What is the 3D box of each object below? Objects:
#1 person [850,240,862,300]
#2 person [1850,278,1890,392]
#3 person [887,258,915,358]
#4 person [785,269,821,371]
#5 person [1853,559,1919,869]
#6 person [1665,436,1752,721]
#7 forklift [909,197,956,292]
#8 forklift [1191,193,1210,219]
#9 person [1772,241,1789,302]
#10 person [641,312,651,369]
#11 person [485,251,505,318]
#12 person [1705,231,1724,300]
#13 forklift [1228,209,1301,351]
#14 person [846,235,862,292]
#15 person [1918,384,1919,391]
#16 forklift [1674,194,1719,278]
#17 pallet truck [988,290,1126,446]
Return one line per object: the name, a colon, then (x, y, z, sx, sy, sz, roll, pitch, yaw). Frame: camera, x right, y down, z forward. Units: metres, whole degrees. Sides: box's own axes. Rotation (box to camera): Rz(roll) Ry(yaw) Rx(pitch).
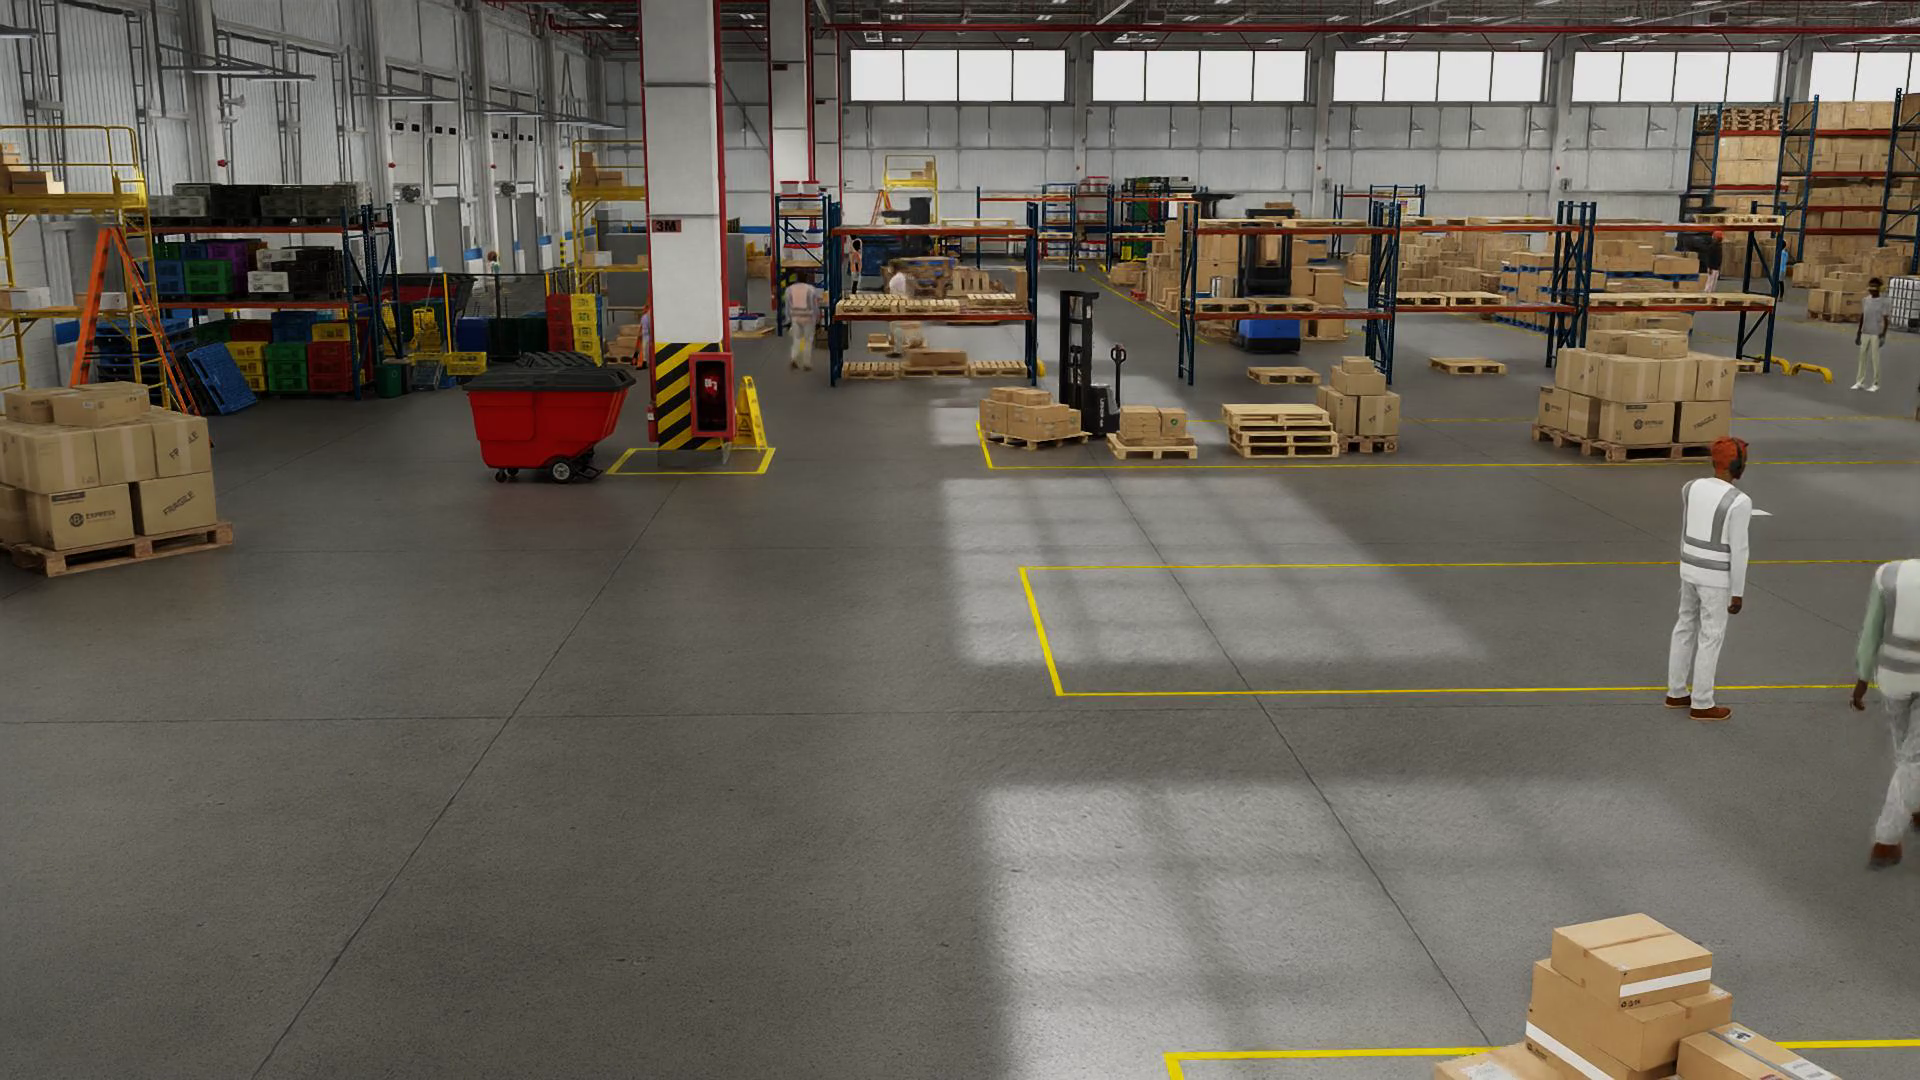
person: (-2.873, -7.449, 46.049, 0.318, 1.695, 0.537, -2, 13, -8)
person: (14.933, -3.364, 27.246, 0.332, 1.859, 0.528, -6, 14, -25)
person: (-1.203, -4.450, 32.003, 0.469, 1.918, 0.643, -3, 13, -15)
person: (-2.813, -3.951, 29.957, 0.641, 1.826, 0.443, 4, 13, 17)
person: (5.067, 0.726, 8.674, 1.017, 1.893, 0.642, -10, 16, -37)
person: (4.906, 0.255, 10.871, 0.353, 1.878, 0.567, -4, 13, -17)
forklift: (-1.141, -8.616, 48.621, 1.873, 2.768, 1.129, 5, 13, 20)
forklift: (8.169, -10.438, 56.847, 1.873, 2.768, 1.129, 7, 14, 29)
person: (22.587, -7.408, 45.862, 0.541, 1.695, 0.316, -8, 15, -32)
person: (-4.310, -2.670, 23.948, 0.585, 1.928, 0.365, -9, 15, -35)
person: (-11.471, -6.269, 40.876, 0.525, 1.632, 0.320, 11, 17, 41)
person: (20.358, -7.339, 44.869, 0.611, 1.997, 0.375, -12, 17, -43)
forklift: (6.186, -5.260, 33.469, 1.129, 2.768, 1.873, 0, 12, -2)
person: (-3.148, -8.346, 49.592, 0.374, 1.920, 0.585, -10, 16, -39)
person: (12.329, -2.000, 20.660, 0.693, 2.000, 0.572, -1, 13, -3)
forklift: (24.178, -10.027, 54.994, 1.129, 2.768, 1.873, -1, 13, -6)
pallet truck: (1.257, -2.299, 22.111, 1.885, 1.965, 0.823, -9, 15, -35)
